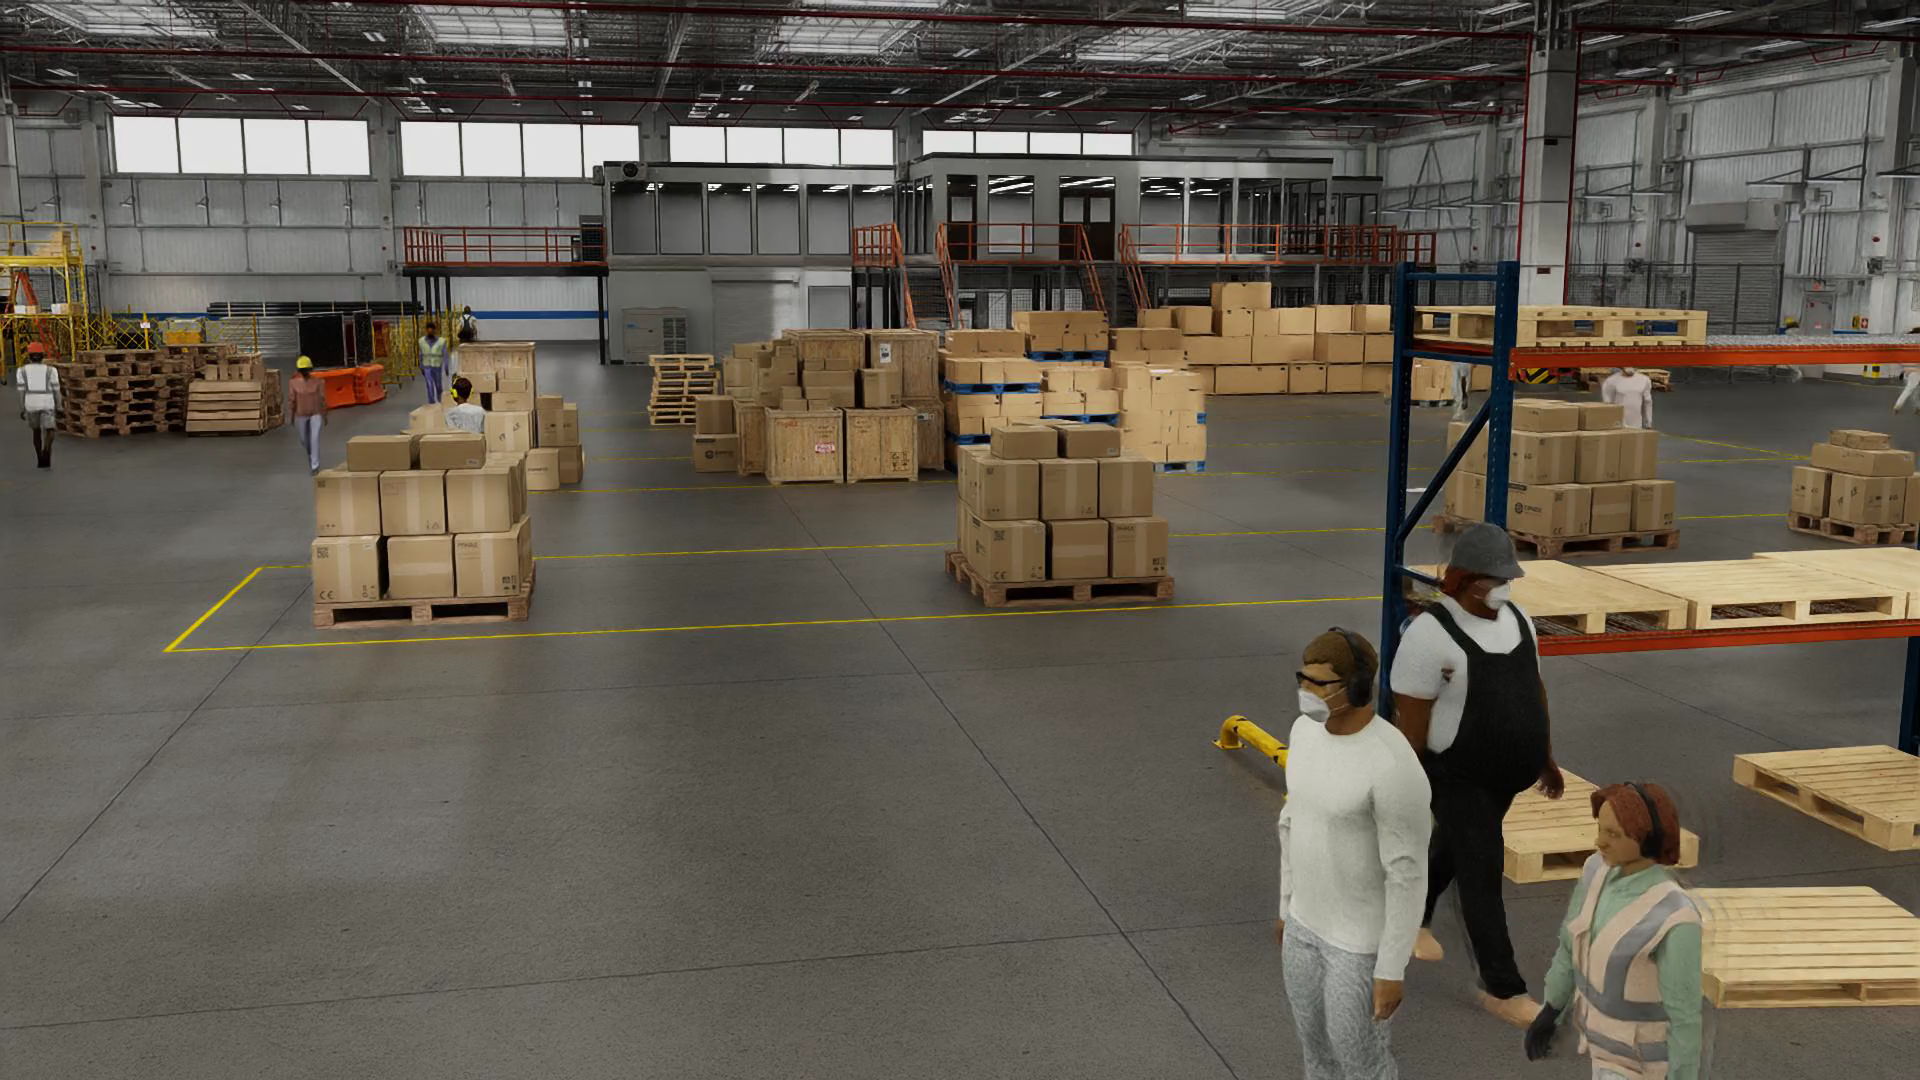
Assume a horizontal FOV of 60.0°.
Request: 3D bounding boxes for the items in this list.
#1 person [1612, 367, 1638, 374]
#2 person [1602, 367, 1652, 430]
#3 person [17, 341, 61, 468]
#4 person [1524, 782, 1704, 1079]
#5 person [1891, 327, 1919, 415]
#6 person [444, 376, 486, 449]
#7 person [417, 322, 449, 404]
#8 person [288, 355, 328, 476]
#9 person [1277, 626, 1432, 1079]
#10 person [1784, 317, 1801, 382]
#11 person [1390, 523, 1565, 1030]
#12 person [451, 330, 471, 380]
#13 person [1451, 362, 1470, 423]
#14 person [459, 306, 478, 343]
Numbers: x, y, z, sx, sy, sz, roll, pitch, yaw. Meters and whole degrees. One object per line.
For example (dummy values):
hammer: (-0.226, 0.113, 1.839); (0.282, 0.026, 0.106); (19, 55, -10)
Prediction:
person: (12.996, -3.262, 32.545); (0.565, 1.889, 0.986); (8, 12, 40)
person: (8.778, -1.547, 22.009); (0.629, 1.917, 0.883); (0, 9, -2)
person: (-13.699, -1.998, 24.755); (0.549, 1.921, 0.671); (-4, 10, -21)
person: (1.772, 1.450, 4.619); (0.605, 1.618, 0.525); (0, 9, 0)
person: (19.447, -3.453, 33.964); (0.932, 1.807, 0.624); (-2, 10, -12)
person: (-5.183, -0.779, 17.446); (0.313, 1.869, 0.528); (6, 11, 34)
person: (-11.079, -3.662, 35.047); (0.602, 1.877, 0.772); (-2, 9, -11)
person: (-9.463, -1.824, 24.212); (0.534, 1.749, 0.669); (-1, 9, -9)
person: (1.172, 1.210, 5.113); (0.355, 1.936, 0.635); (-3, 10, -20)
person: (21.706, -4.946, 43.311); (0.551, 1.708, 0.548); (-3, 10, -19)
person: (2.107, 0.870, 6.876); (0.685, 2.000, 1.008); (-7, 11, -35)
person: (-8.543, -2.699, 29.002); (0.620, 1.923, 0.983); (0, 9, -2)
person: (8.053, -2.295, 26.703); (0.327, 1.865, 0.514); (0, 9, 2)
person: (-14.803, -6.124, 50.106); (0.514, 1.842, 0.328); (0, 9, -2)
